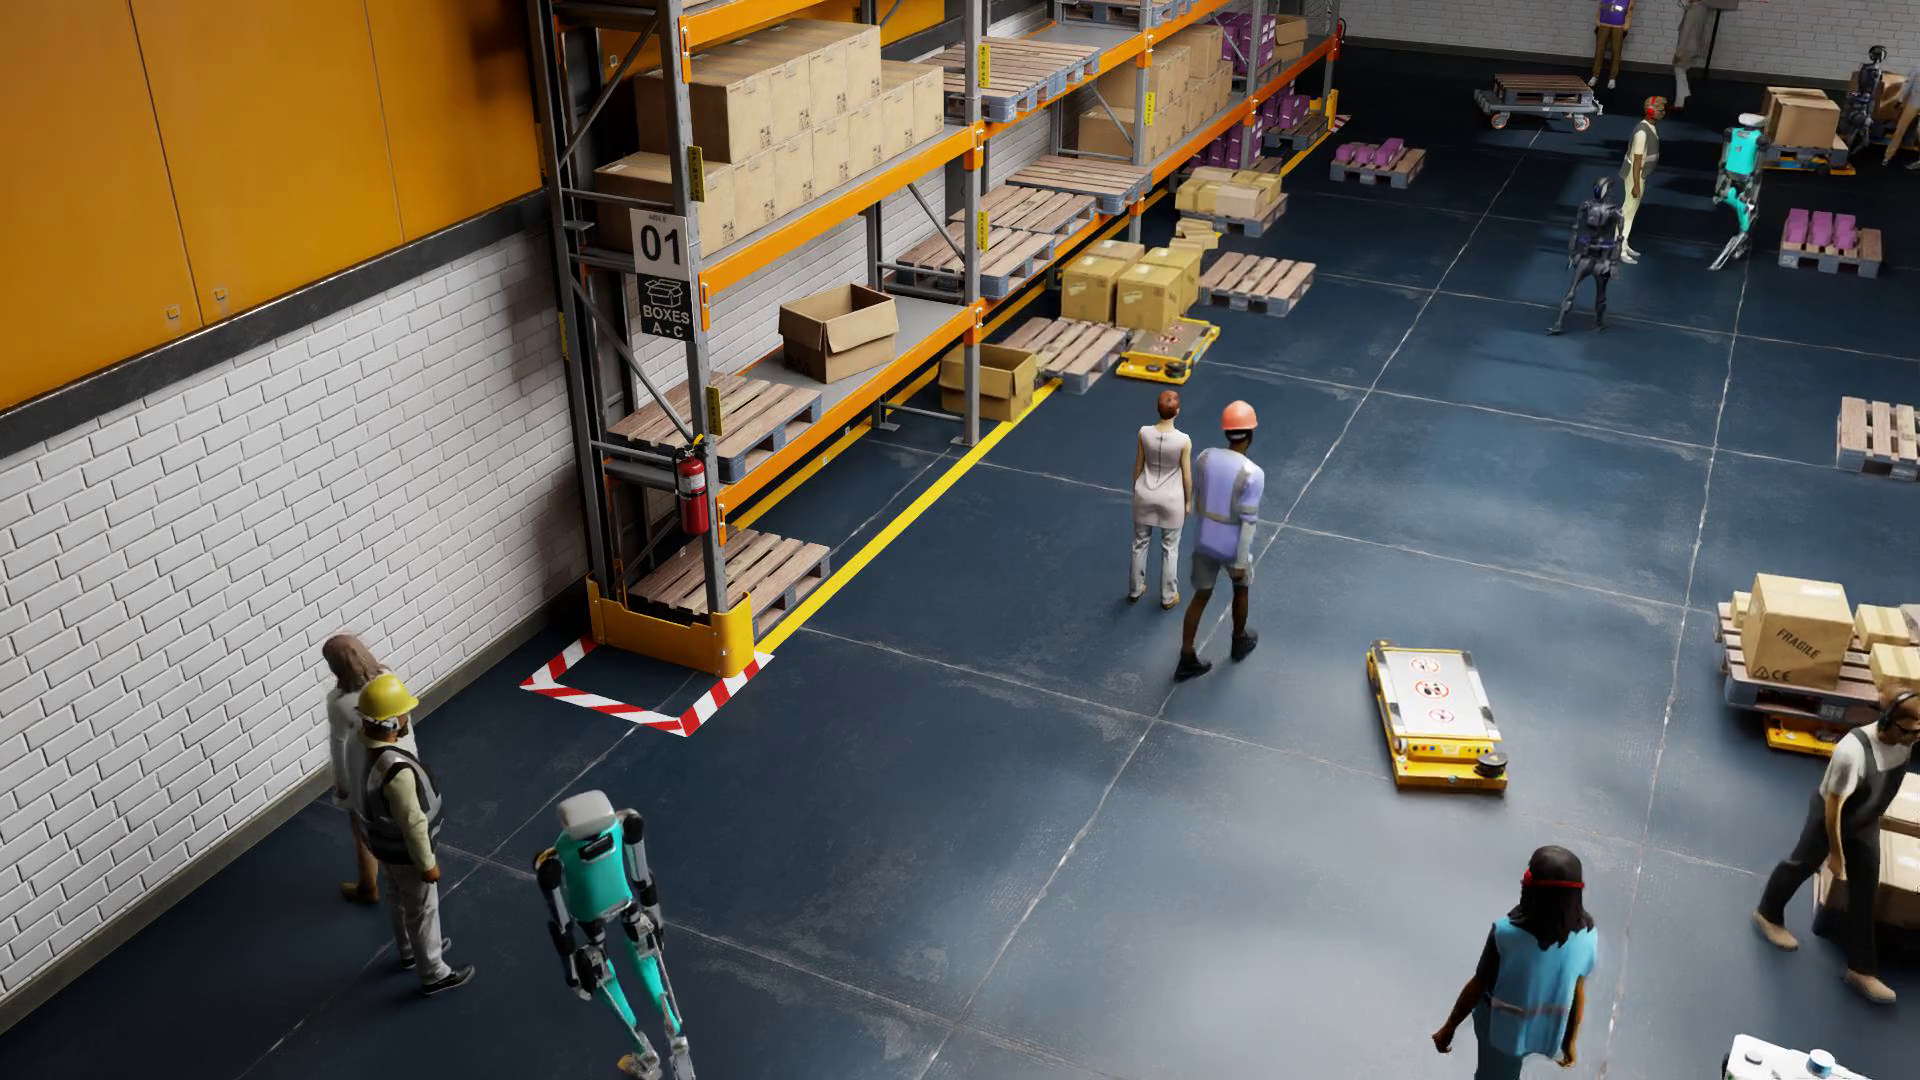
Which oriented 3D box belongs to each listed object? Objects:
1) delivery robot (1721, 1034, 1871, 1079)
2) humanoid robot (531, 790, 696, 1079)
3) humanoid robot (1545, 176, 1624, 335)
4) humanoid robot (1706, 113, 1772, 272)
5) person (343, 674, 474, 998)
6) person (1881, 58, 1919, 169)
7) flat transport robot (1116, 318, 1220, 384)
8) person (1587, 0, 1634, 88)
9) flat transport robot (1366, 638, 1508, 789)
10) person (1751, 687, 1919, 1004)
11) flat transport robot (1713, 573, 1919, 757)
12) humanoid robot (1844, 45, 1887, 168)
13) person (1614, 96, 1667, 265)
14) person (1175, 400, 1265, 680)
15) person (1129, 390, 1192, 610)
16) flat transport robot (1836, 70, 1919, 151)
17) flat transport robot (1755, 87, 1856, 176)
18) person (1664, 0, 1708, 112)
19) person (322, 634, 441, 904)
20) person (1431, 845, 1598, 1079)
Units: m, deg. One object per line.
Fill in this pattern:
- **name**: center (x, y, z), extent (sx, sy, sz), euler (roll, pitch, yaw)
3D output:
- **delivery robot**: center (3.867, 2.583, 7.628), extent (0.773, 0.586, 0.499), euler (16, 32, 27)
- **humanoid robot**: center (-1.445, 2.034, 7.518), extent (0.574, 1.854, 0.794), euler (-22, 35, -35)
- **humanoid robot**: center (6.264, -2.787, 16.457), extent (0.765, 1.625, 0.609), euler (-20, 34, -32)
- **humanoid robot**: center (8.724, -3.856, 18.375), extent (0.998, 1.775, 0.539), euler (-17, 32, -28)
- **person**: center (-2.789, 1.482, 8.352), extent (0.403, 1.821, 0.595), euler (-22, 35, -35)
- **person**: center (12.631, -5.733, 21.831), extent (0.380, 1.722, 0.635), euler (-18, 33, -30)
- **flat transport robot**: center (2.046, -1.887, 16.228), extent (0.659, 0.231, 1.431), euler (11, 30, 19)
- **person**: center (10.169, -8.029, 25.879), extent (0.527, 1.923, 0.428), euler (19, 34, 31)
- **flat transport robot**: center (3.044, 1.097, 10.694), extent (0.659, 0.231, 1.431), euler (2, 28, 4)
- **person**: center (4.502, 1.479, 8.380), extent (0.507, 1.795, 0.872), euler (-9, 30, -17)
- **flat transport robot**: center (5.605, 0.964, 10.942), extent (0.659, 0.231, 1.431), euler (8, 29, 15)
- **humanoid robot**: center (11.719, -5.603, 21.633), extent (0.339, 1.651, 0.599), euler (6, 29, 10)
- **person**: center (7.542, -4.024, 18.527), extent (0.390, 1.847, 0.562), euler (14, 31, 24)
- **person**: center (1.760, 0.004, 11.016), extent (0.560, 1.884, 0.885), euler (24, 37, 37)
- **person**: center (1.422, -0.285, 11.800), extent (0.431, 1.650, 0.283), euler (10, 30, 18)
- **flat transport robot**: center (12.929, -5.628, 23.164), extent (1.431, 0.231, 0.659), euler (22, 35, 35)
- **flat transport robot**: center (11.078, -5.061, 22.113), extent (1.431, 0.231, 0.659), euler (7, 29, 13)
- **person**: center (10.686, -7.236, 24.512), extent (0.523, 1.814, 0.423), euler (-24, 37, -38)
- **person**: center (-3.167, 1.222, 9.010), extent (0.365, 1.655, 0.505), euler (20, 34, 32)
- **person**: center (2.391, 2.151, 7.107), extent (0.577, 1.824, 0.941), euler (-5, 29, -8)
